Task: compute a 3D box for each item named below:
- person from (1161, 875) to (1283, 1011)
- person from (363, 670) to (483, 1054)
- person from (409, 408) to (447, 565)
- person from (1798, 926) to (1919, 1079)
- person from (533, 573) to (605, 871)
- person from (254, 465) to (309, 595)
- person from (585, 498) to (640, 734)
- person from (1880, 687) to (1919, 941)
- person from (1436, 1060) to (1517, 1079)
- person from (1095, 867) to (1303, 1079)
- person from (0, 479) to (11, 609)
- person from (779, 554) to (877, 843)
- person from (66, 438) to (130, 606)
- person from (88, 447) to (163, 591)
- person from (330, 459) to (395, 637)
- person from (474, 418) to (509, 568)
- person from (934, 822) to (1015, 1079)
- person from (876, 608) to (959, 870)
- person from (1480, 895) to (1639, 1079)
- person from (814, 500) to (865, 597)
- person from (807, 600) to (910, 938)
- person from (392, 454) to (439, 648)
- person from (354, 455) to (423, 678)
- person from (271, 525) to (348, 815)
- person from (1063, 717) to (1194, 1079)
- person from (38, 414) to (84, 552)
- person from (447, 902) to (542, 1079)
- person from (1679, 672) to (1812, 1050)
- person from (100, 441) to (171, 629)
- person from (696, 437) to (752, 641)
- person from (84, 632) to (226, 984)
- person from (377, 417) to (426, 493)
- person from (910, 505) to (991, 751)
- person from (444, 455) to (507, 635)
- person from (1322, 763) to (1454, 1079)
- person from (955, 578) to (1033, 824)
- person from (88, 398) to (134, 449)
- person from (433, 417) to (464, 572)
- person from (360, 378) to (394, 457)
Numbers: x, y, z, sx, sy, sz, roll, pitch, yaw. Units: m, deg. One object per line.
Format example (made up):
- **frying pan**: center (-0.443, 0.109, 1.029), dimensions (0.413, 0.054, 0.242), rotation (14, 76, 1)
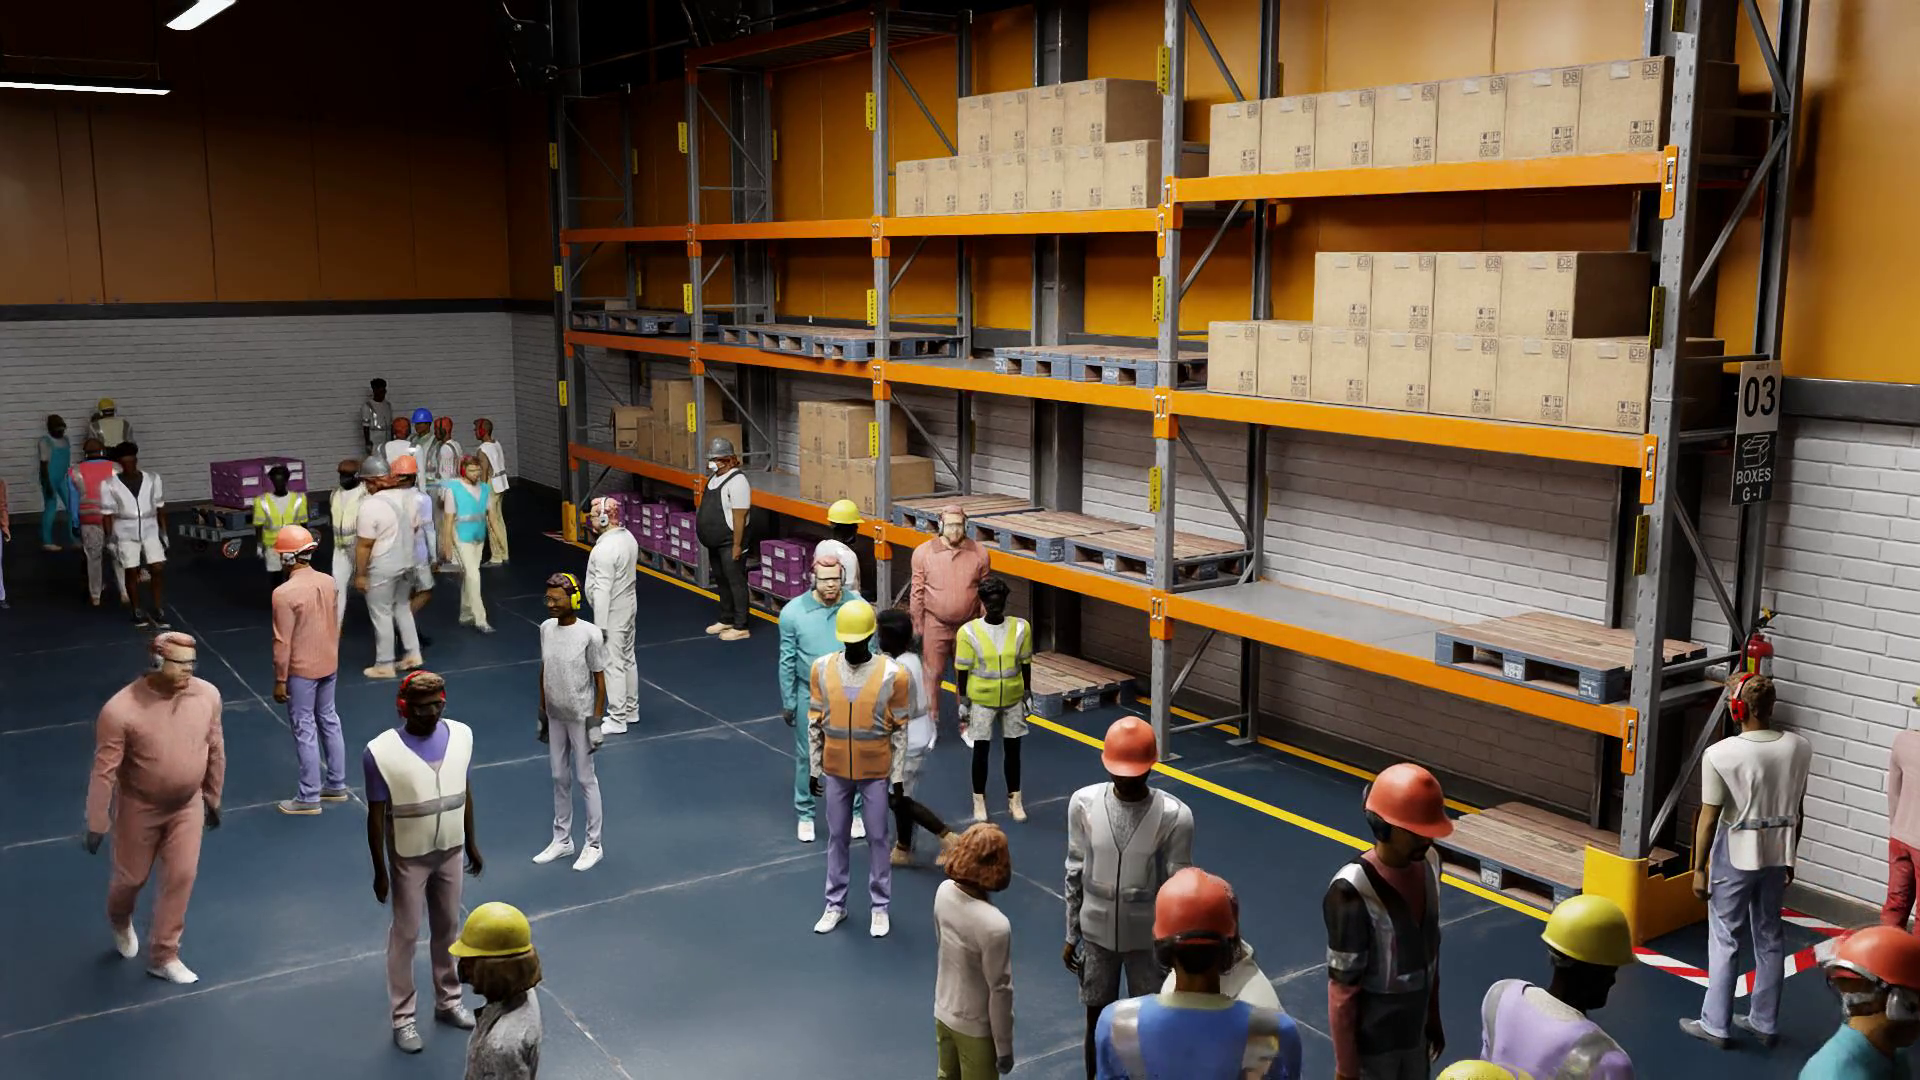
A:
- **person**: center (0.779, 1.974, 5.270), dimensions (0.399, 1.893, 0.656), rotation (-3, 10, -15)
- **person**: center (-2.600, 1.522, 8.065), dimensions (0.373, 1.840, 0.571), rotation (8, 13, 39)
- **person**: center (-6.596, -0.665, 20.588), dimensions (0.602, 1.949, 0.389), rotation (5, 11, 26)
- **person**: center (2.537, 2.066, 4.624), dimensions (0.523, 1.952, 0.699), rotation (9, 13, 42)
- **person**: center (-2.437, 1.120, 10.348), dimensions (0.510, 1.872, 0.329), rotation (5, 11, 26)
- **person**: center (-7.073, 0.020, 17.366), dimensions (0.535, 1.671, 0.624), rotation (-4, 11, -24)
- **person**: center (-2.795, 0.601, 13.316), dimensions (0.400, 1.900, 0.647), rotation (1, 10, 7)
- **person**: center (4.822, 1.523, 8.277), dimensions (0.306, 1.772, 0.525), rotation (-1, 10, -8)
- **person**: center (1.292, 2.177, 4.144), dimensions (1.015, 1.873, 0.585), rotation (4, 10, 20)
- **person**: center (0.694, 1.967, 4.894), dimensions (0.637, 2.029, 0.601), rotation (3, 10, 17)
- **person**: center (-10.480, -0.104, 17.833), dimensions (0.524, 1.769, 0.314), rotation (-8, 12, -39)
- **person**: center (-0.849, 1.024, 10.834), dimensions (0.647, 1.899, 0.400), rotation (-2, 10, -11)
- **person**: center (-9.395, -0.201, 18.204), dimensions (0.621, 1.838, 0.429), rotation (-5, 11, -28)
- **person**: center (-9.637, -0.259, 19.055), dimensions (0.561, 1.637, 0.824), rotation (7, 12, 36)
- **person**: center (-6.042, 0.068, 16.754), dimensions (0.619, 1.811, 0.892), rotation (3, 10, 18)
- **person**: center (-5.740, -0.573, 20.397), dimensions (0.386, 1.838, 0.566), rotation (1, 10, 3)
- **person**: center (0.054, 1.896, 6.518), dimensions (0.288, 1.626, 0.496), rotation (-6, 11, -30)
- **person**: center (-0.264, 1.245, 10.164), dimensions (0.518, 1.673, 0.556), rotation (1, 10, 7)
- **person**: center (1.819, 1.998, 5.077), dimensions (0.399, 1.912, 0.591), rotation (-4, 10, -23)
- **person**: center (-0.922, 0.639, 13.001), dimensions (0.384, 1.924, 0.594), rotation (-6, 11, -32)
- **person**: center (-0.575, 1.270, 9.314), dimensions (0.585, 1.922, 0.372), rotation (2, 10, 11)
- **person**: center (-5.294, 0.142, 15.926), dimensions (0.558, 1.925, 0.629), rotation (3, 10, 15)
- **person**: center (-5.223, 0.233, 15.053), dimensions (0.535, 2.000, 0.713), rotation (4, 10, 22)
- **person**: center (-4.494, 0.881, 11.419), dimensions (0.408, 1.987, 0.614), rotation (3, 10, 15)
- **person**: center (0.697, 1.666, 6.988), dimensions (0.551, 1.925, 0.391), rotation (3, 10, 20)
- **person**: center (-11.573, -0.721, 21.340), dimensions (0.809, 1.796, 0.529), rotation (3, 10, 19)
- **person**: center (-1.491, 2.018, 5.439), dimensions (0.294, 1.745, 0.492), rotation (-2, 10, -13)
- **person**: center (3.771, 1.545, 7.957), dimensions (0.560, 1.836, 0.394), rotation (-2, 10, -12)
- **person**: center (-8.360, -0.036, 16.926), dimensions (0.630, 1.933, 0.799), rotation (-8, 12, -38)
- **person**: center (-2.363, -0.027, 16.576), dimensions (0.536, 2.000, 0.683), rotation (-6, 12, -33)
- **person**: center (-4.310, 1.387, 8.827), dimensions (0.743, 1.864, 0.739), rotation (7, 12, 35)
- **person**: center (-6.735, -0.550, 20.124), dimensions (0.579, 1.882, 0.340), rotation (1, 10, 4)
- **person**: center (-0.064, 0.672, 12.860), dimensions (0.641, 1.912, 0.410), rotation (-2, 10, -10)
- **person**: center (-4.874, 0.046, 16.818), dimensions (0.764, 1.810, 0.589), rotation (4, 11, 24)
- **person**: center (1.568, 1.778, 6.030), dimensions (0.614, 2.030, 0.409), rotation (-9, 13, -42)
- **person**: center (0.229, 1.073, 11.166), dimensions (0.540, 1.685, 0.324), rotation (-2, 10, -14)
- **person**: center (-12.021, -1.106, 23.581), dimensions (0.608, 1.820, 0.411), rotation (-8, 13, -39)
- **person**: center (-6.189, -0.553, 20.156), dimensions (0.369, 1.879, 0.584), rotation (-1, 10, -5)
- **person**: center (-8.922, -1.514, 25.567), dimensions (0.375, 1.958, 0.598), rotation (5, 11, 27)
